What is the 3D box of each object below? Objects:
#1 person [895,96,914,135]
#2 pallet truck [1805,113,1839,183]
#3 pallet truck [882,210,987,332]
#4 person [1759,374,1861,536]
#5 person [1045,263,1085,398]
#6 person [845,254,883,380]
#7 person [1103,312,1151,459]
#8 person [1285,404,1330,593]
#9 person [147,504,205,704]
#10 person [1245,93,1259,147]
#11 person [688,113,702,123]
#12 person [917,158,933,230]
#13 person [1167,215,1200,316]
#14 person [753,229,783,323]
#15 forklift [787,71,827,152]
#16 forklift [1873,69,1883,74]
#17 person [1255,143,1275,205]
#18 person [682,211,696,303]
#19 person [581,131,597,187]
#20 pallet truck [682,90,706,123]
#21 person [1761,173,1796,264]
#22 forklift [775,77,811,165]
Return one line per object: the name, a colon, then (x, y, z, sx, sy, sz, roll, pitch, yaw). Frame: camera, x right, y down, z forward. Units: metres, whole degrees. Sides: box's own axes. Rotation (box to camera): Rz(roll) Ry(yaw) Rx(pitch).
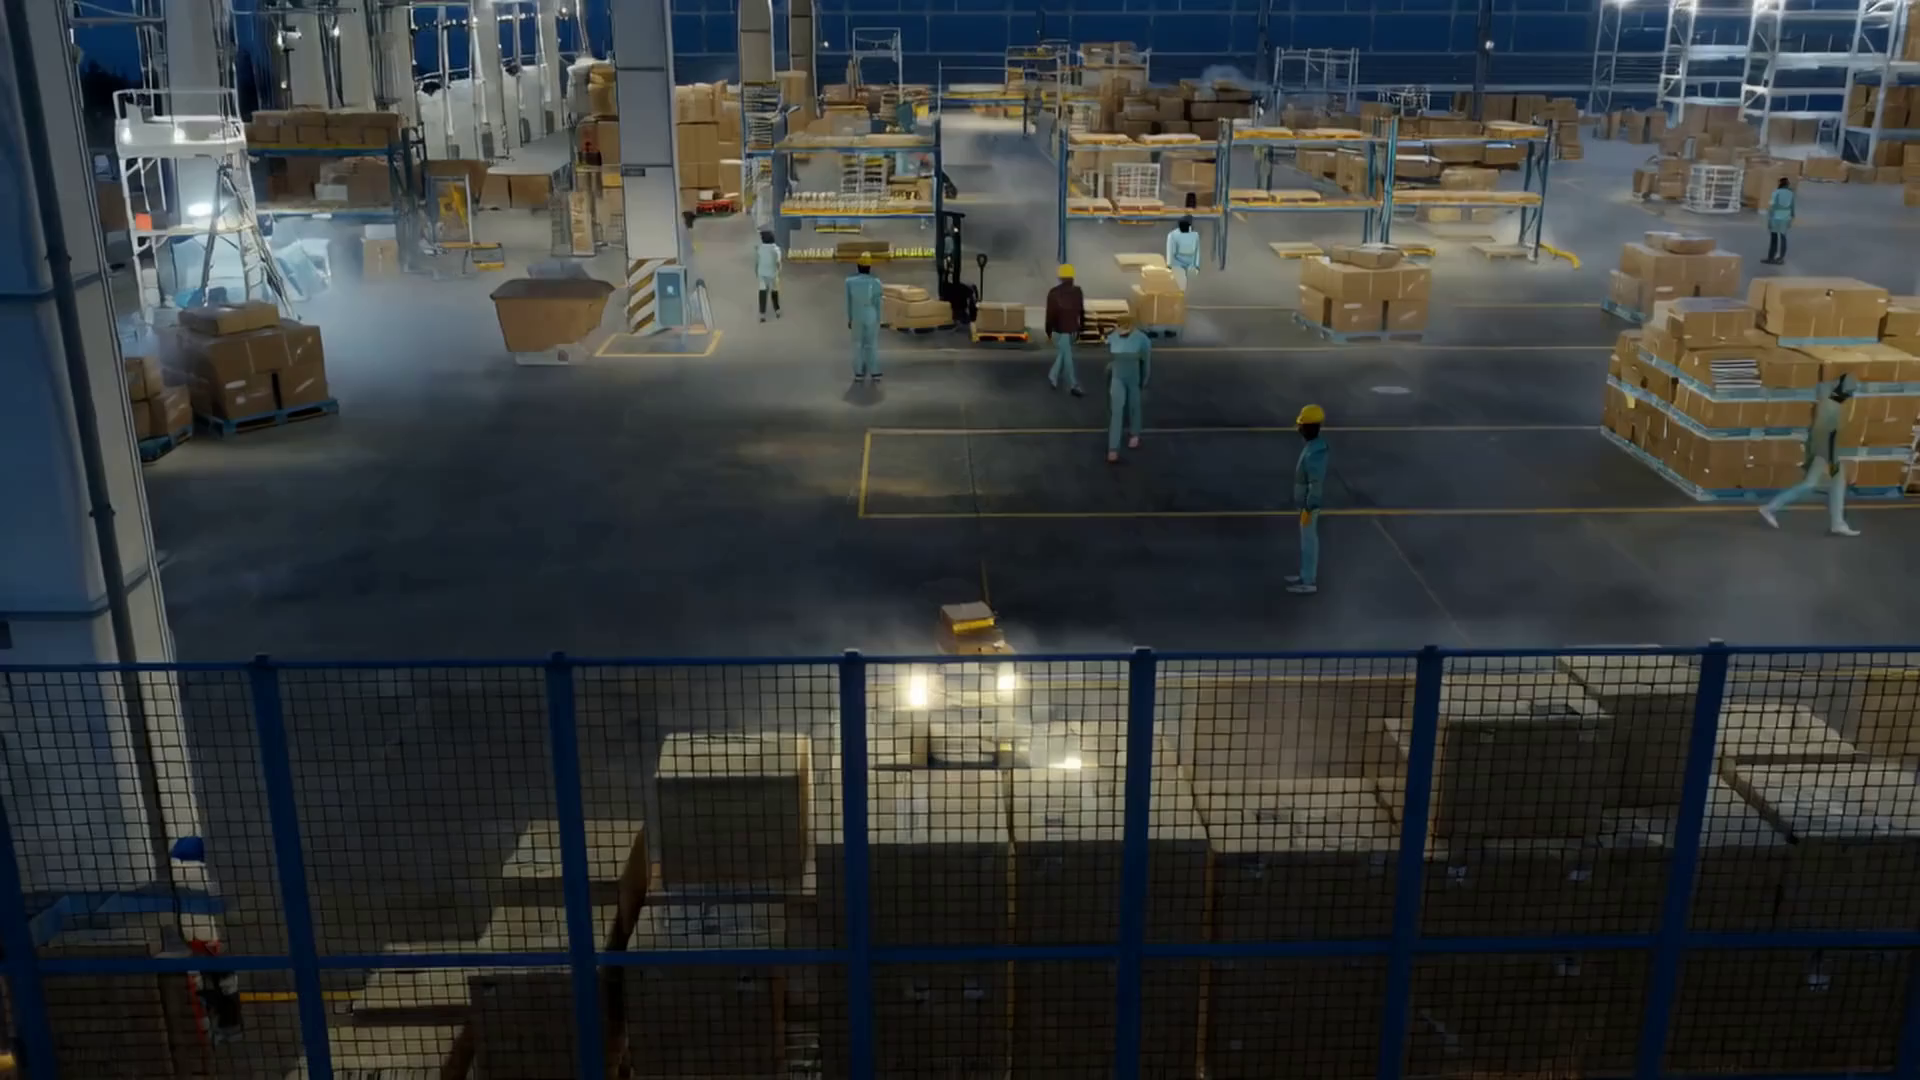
person: (-2.052, -14.987, 59.832, 0.666, 1.902, 0.906, 9, 21, 25)
pallet truck: (26.403, -11.957, 50.702, 0.823, 1.965, 1.885, 6, 19, 16)
pallet truck: (-0.493, -4.759, 29.349, 1.885, 1.965, 0.823, -13, 23, -34)
person: (9.498, -0.966, 18.382, 0.989, 1.827, 0.513, 11, 22, 30)
person: (1.548, -3.145, 24.644, 0.626, 1.950, 1.004, -12, 22, -33)
person: (-1.458, -3.403, 25.440, 0.589, 1.924, 0.383, 5, 19, 15)
person: (2.152, -2.036, 21.458, 0.628, 1.891, 0.987, 6, 19, 16)
person: (3.470, -0.413, 16.565, 0.363, 1.928, 0.587, 3, 19, 9)
person: (-6.890, 0.537, 13.771, 0.604, 1.919, 0.851, 17, 25, 41)
person: (10.792, -15.450, 61.208, 0.390, 1.910, 0.583, -5, 19, -15)
person: (-8.342, -12.496, 52.479, 0.710, 1.881, 0.800, -9, 20, -24)
person: (-0.849, -8.530, 40.931, 0.489, 1.740, 0.321, -17, 25, -41)
person: (4.064, -5.068, 30.538, 0.625, 1.825, 0.748, -6, 20, -18)
person: (-3.434, -4.761, 29.877, 0.549, 1.642, 0.858, 3, 19, 10)
forklift: (-5.727, -15.109, 58.692, 1.873, 2.768, 1.129, -10, 21, -26)
forklift: (32.707, -15.444, 59.687, 1.873, 2.768, 1.129, 16, 25, 40)
person: (8.299, -10.001, 45.166, 0.522, 1.824, 0.697, 5, 19, 15)
person: (-5.179, -5.344, 31.463, 0.382, 1.751, 0.540, -3, 19, -10)
person: (-11.004, -11.316, 49.359, 0.540, 1.624, 0.389, 6, 20, 18)
pallet truck: (-9.671, -15.907, 62.421, 0.823, 1.965, 1.885, 5, 19, 15)
person: (17.707, -6.948, 35.959, 0.542, 1.928, 0.399, -4, 19, -13)
forklift: (-5.920, -13.893, 55.085, 1.873, 2.768, 1.129, -1, 19, -1)
